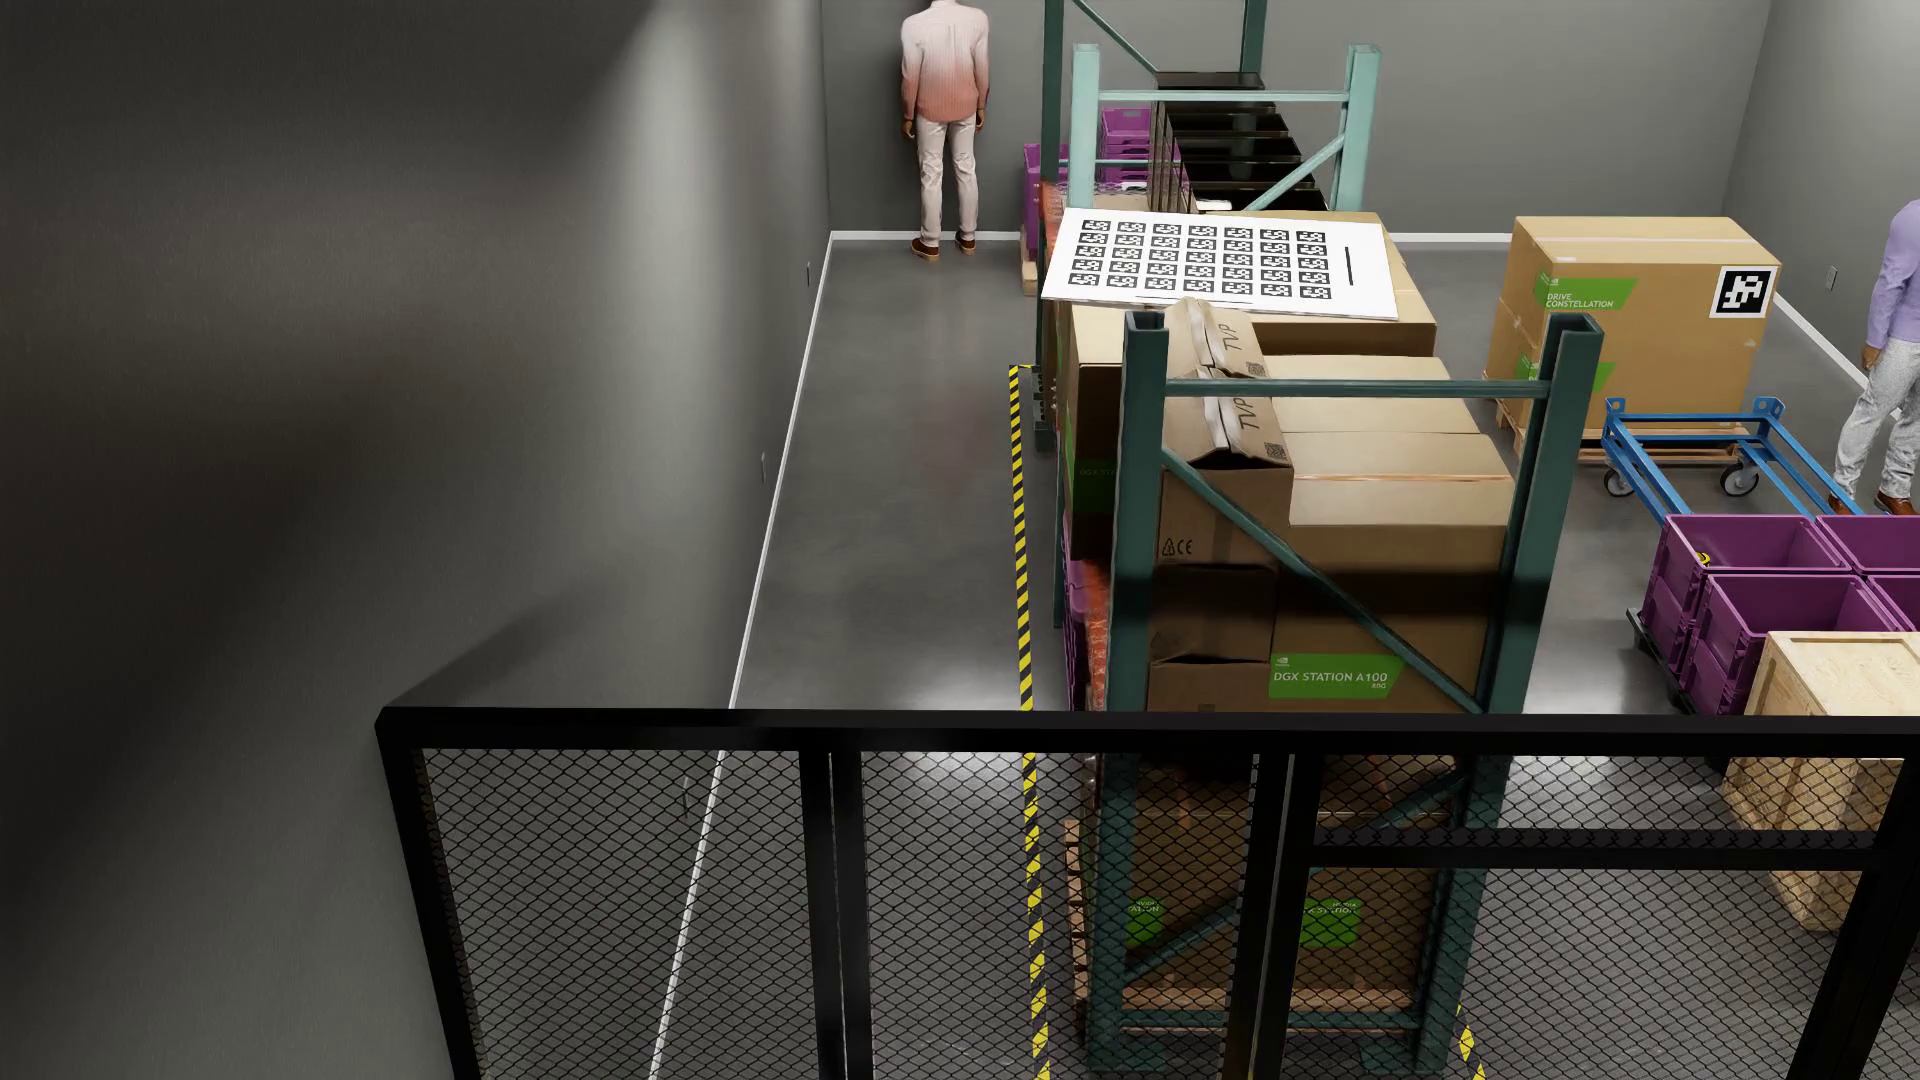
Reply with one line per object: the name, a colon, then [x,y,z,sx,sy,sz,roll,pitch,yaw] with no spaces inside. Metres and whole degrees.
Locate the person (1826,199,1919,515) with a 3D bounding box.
person: [4.537,-0.944,7.782,0.627,1.941,0.370,-1,31,-1]

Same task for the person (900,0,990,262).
person: [-0.102,-2.810,10.829,0.612,1.995,0.376,-13,33,-20]
